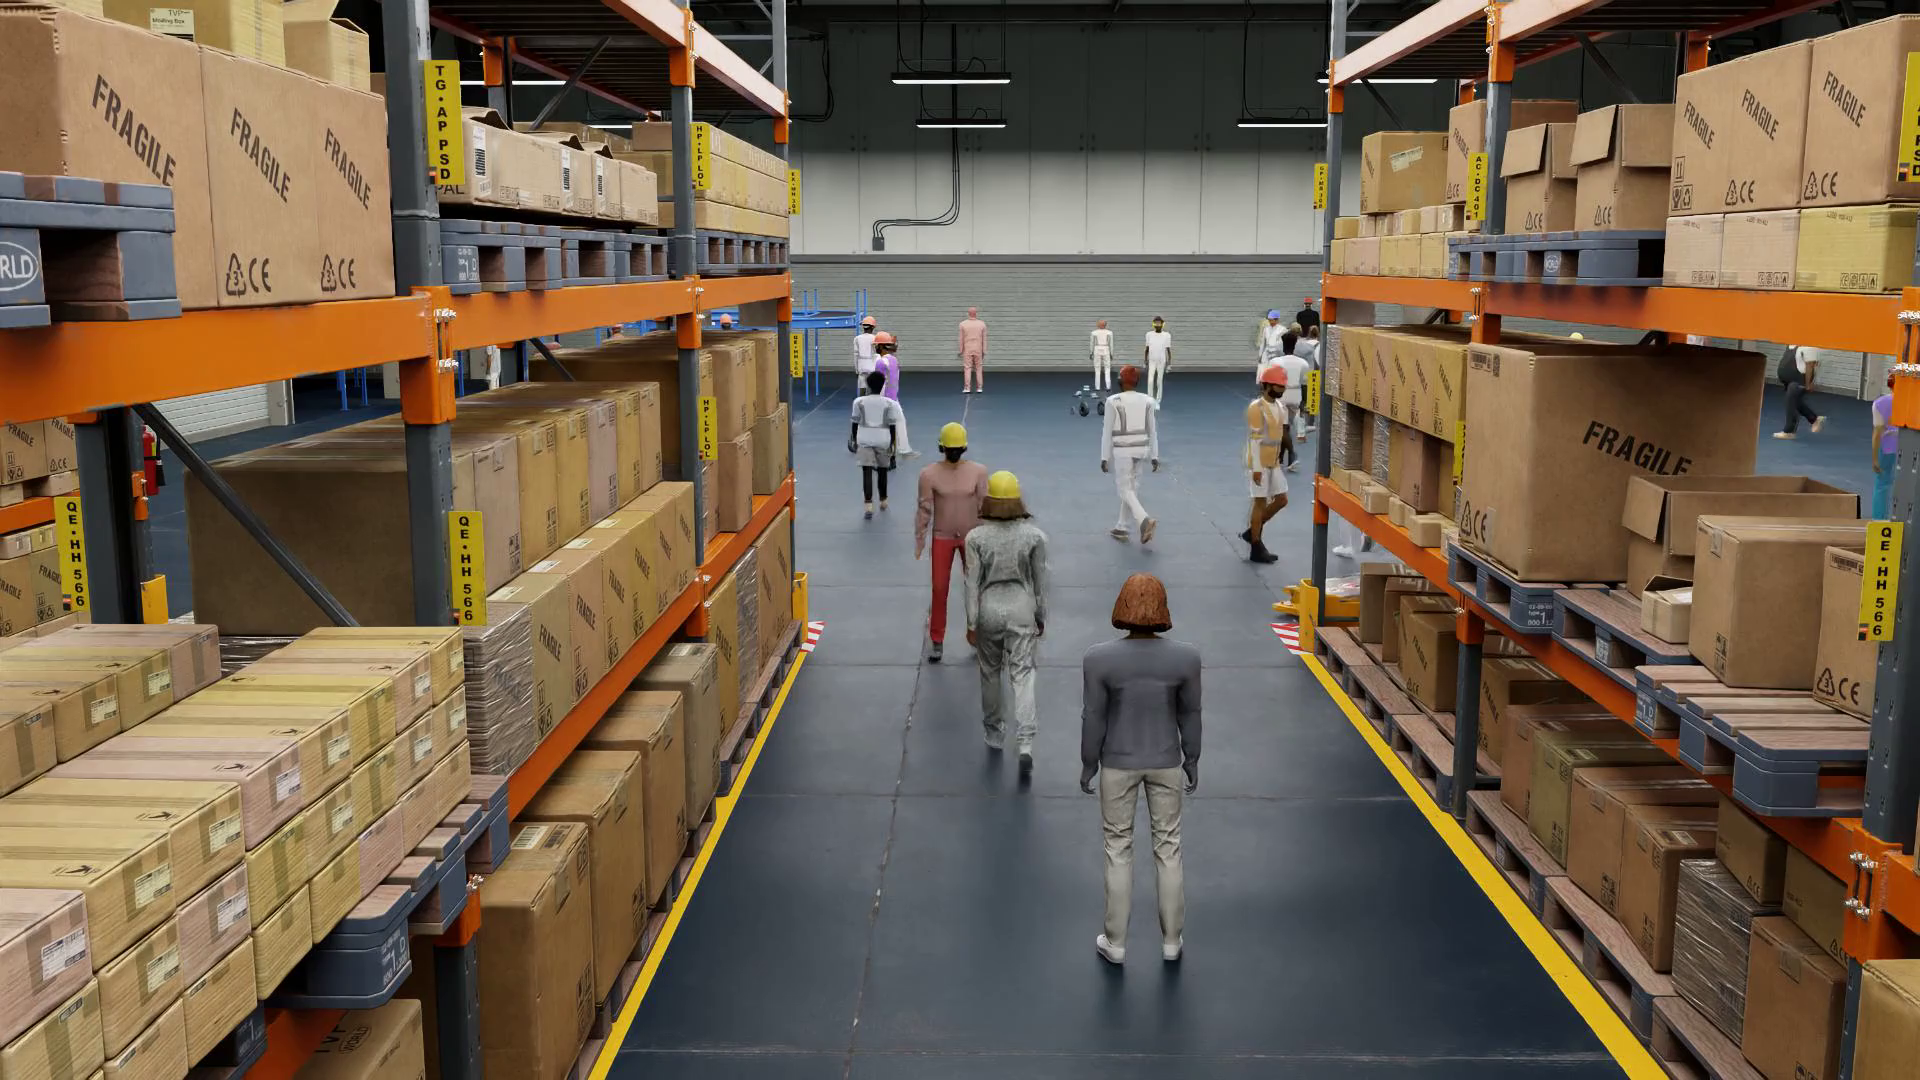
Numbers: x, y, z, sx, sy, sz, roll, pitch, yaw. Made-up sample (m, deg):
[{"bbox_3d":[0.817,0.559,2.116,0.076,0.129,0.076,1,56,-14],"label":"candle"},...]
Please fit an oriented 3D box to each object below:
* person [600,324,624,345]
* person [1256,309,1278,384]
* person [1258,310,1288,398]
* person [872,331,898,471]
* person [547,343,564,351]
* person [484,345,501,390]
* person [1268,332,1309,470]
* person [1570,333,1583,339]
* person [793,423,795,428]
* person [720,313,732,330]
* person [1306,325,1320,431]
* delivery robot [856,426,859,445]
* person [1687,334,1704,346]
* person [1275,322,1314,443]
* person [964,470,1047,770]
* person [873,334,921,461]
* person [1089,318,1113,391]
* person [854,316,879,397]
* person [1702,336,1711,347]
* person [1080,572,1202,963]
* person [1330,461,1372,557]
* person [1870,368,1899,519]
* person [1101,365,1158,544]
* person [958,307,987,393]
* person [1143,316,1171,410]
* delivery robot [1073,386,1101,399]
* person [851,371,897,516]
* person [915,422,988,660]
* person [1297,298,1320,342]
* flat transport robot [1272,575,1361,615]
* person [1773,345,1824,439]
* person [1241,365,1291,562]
[{"bbox_3d":[-5.824,-2.812,28.374,0.648,1.975,0.438,-3,10,-18],"label":"person"},{"bbox_3d":[7.444,-4.616,39.779,0.716,1.791,0.699,1,10,8],"label":"person"},{"bbox_3d":[6.665,-3.932,35.359,1.016,1.889,0.635,-8,12,-38],"label":"person"},{"bbox_3d":[-1.073,-1.952,23.345,0.357,1.937,0.551,3,10,19],"label":"person"},{"bbox_3d":[-5.158,-1.629,21.640,0.719,1.858,0.849,2,10,12],"label":"person"},{"bbox_3d":[-8.386,-2.992,29.811,0.319,1.866,0.511,0,9,1],"label":"person"},{"bbox_3d":[4.619,-1.961,23.459,0.617,1.931,0.973,-3,10,-18],"label":"person"},{"bbox_3d":[9.954,-2.467,26.946,0.526,1.768,0.331,-9,13,-44],"label":"person"},{"bbox_3d":[-3.166,-2.586,27.975,0.835,1.666,0.538,-3,10,-20],"label":"person"},{"bbox_3d":[-4.444,-3.350,31.724,0.548,1.935,0.371,-4,10,-23],"label":"person"},{"bbox_3d":[6.175,-2.815,28.886,0.531,1.804,0.874,6,11,31],"label":"person"},{"bbox_3d":[-1.330,-1.669,25.631,0.477,0.478,0.707,6,11,33],"label":"delivery robot"},{"bbox_3d":[15.162,-3.740,34.544,0.605,1.780,0.964,-2,10,-12],"label":"person"},{"bbox_3d":[5.395,-2.539,26.859,0.630,1.939,0.370,4,10,21],"label":"person"},{"bbox_3d":[0.270,0.448,9.669,0.499,1.697,0.884,-1,10,-4],"label":"person"},{"bbox_3d":[-0.949,-2.094,24.415,0.799,1.856,0.584,-5,11,-29],"label":"person"},{"bbox_3d":[3.207,-4.205,37.738,0.527,1.642,0.327,0,9,2],"label":"person"},{"bbox_3d":[-1.651,-3.083,30.151,0.542,1.929,0.368,4,10,23],"label":"person"},{"bbox_3d":[15.411,-3.746,34.800,0.582,1.687,0.922,7,12,36],"label":"person"},{"bbox_3d":[0.748,0.945,6.904,0.507,1.631,0.266,-1,10,-4],"label":"person"},{"bbox_3d":[3.879,-0.751,16.421,0.589,1.846,0.448,-3,10,-18],"label":"person"},{"bbox_3d":[9.840,-0.904,17.427,0.572,1.822,0.812,1,10,7],"label":"person"},{"bbox_3d":[1.796,-0.882,17.231,0.600,1.855,0.861,-4,10,-25],"label":"person"},{"bbox_3d":[0.270,-4.228,37.077,0.651,1.906,0.403,-2,10,-13],"label":"person"},{"bbox_3d":[3.845,-3.439,32.542,0.566,1.835,0.859,2,10,12],"label":"person"},{"bbox_3d":[2.427,-2.837,31.853,0.335,0.223,0.698,-5,11,-29],"label":"delivery robot"},{"bbox_3d":[-0.991,-1.124,19.243,0.538,1.651,0.864,0,9,-1],"label":"person"},{"bbox_3d":[-0.038,-0.003,12.242,0.603,1.747,0.461,-1,10,-7],"label":"person"},{"bbox_3d":[9.085,-5.331,43.440,0.611,1.986,0.393,3,10,16],"label":"person"},{"bbox_3d":[3.342,0.466,13.969,1.431,0.197,0.652,-8,12,-38],"label":"flat transport robot"},{"bbox_3d":[13.940,-2.678,27.511,0.774,2.000,0.693,1,10,7],"label":"person"},{"bbox_3d":[2.982,-0.745,16.185,0.436,1.920,0.565,9,13,42],"label":"person"}]
